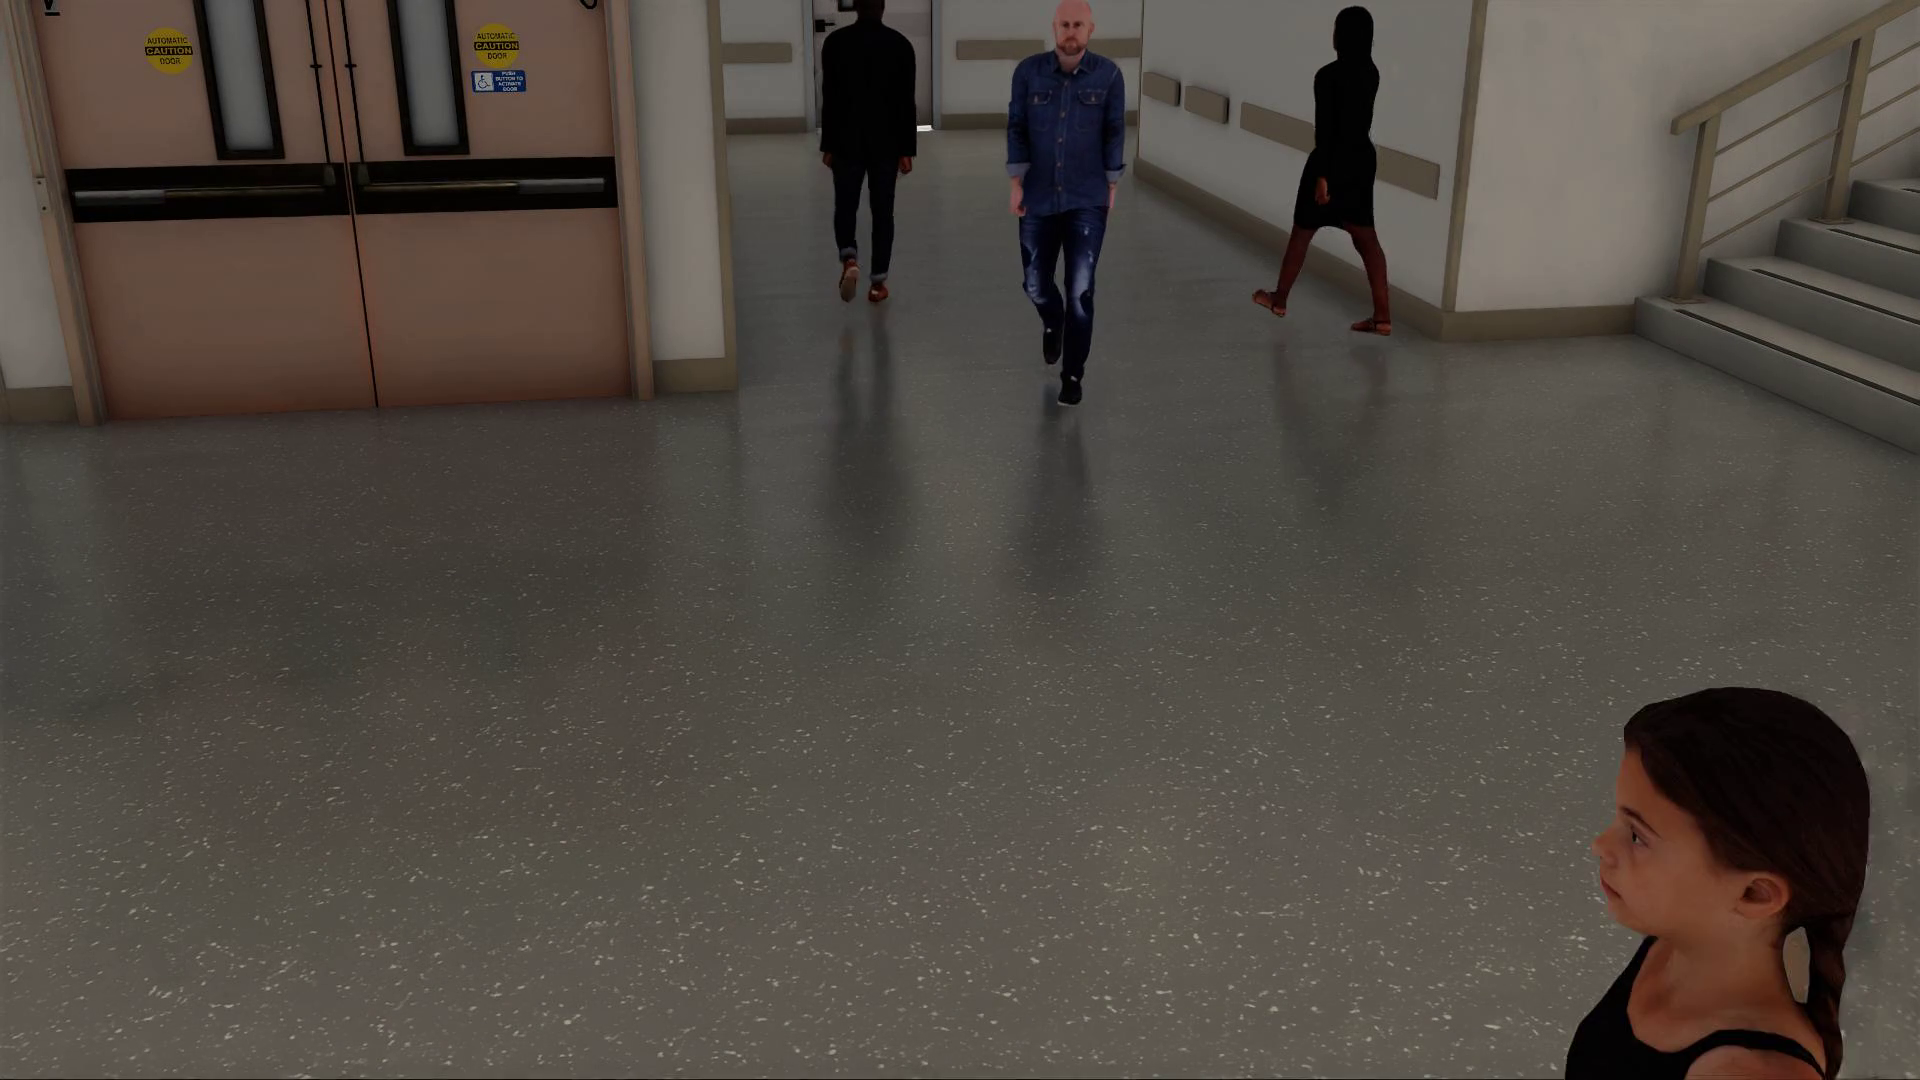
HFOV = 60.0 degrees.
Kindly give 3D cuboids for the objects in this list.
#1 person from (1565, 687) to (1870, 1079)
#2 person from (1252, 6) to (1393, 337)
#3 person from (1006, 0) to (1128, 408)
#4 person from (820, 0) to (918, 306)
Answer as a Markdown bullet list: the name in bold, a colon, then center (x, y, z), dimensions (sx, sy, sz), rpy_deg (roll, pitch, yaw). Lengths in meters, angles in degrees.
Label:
- **person**: center (0.759, 0.870, 1.655), dimensions (0.997, 1.542, 0.715), rpy_deg (3, 21, 8)
- **person**: center (2.056, -1.866, 8.702), dimensions (1.236, 1.667, 1.044), rpy_deg (-14, 25, -32)
- **person**: center (0.479, -1.562, 7.713), dimensions (1.120, 1.799, 1.012), rpy_deg (4, 21, 10)
- **person**: center (-0.540, -2.192, 9.366), dimensions (0.892, 1.806, 0.866), rpy_deg (1, 21, 2)
